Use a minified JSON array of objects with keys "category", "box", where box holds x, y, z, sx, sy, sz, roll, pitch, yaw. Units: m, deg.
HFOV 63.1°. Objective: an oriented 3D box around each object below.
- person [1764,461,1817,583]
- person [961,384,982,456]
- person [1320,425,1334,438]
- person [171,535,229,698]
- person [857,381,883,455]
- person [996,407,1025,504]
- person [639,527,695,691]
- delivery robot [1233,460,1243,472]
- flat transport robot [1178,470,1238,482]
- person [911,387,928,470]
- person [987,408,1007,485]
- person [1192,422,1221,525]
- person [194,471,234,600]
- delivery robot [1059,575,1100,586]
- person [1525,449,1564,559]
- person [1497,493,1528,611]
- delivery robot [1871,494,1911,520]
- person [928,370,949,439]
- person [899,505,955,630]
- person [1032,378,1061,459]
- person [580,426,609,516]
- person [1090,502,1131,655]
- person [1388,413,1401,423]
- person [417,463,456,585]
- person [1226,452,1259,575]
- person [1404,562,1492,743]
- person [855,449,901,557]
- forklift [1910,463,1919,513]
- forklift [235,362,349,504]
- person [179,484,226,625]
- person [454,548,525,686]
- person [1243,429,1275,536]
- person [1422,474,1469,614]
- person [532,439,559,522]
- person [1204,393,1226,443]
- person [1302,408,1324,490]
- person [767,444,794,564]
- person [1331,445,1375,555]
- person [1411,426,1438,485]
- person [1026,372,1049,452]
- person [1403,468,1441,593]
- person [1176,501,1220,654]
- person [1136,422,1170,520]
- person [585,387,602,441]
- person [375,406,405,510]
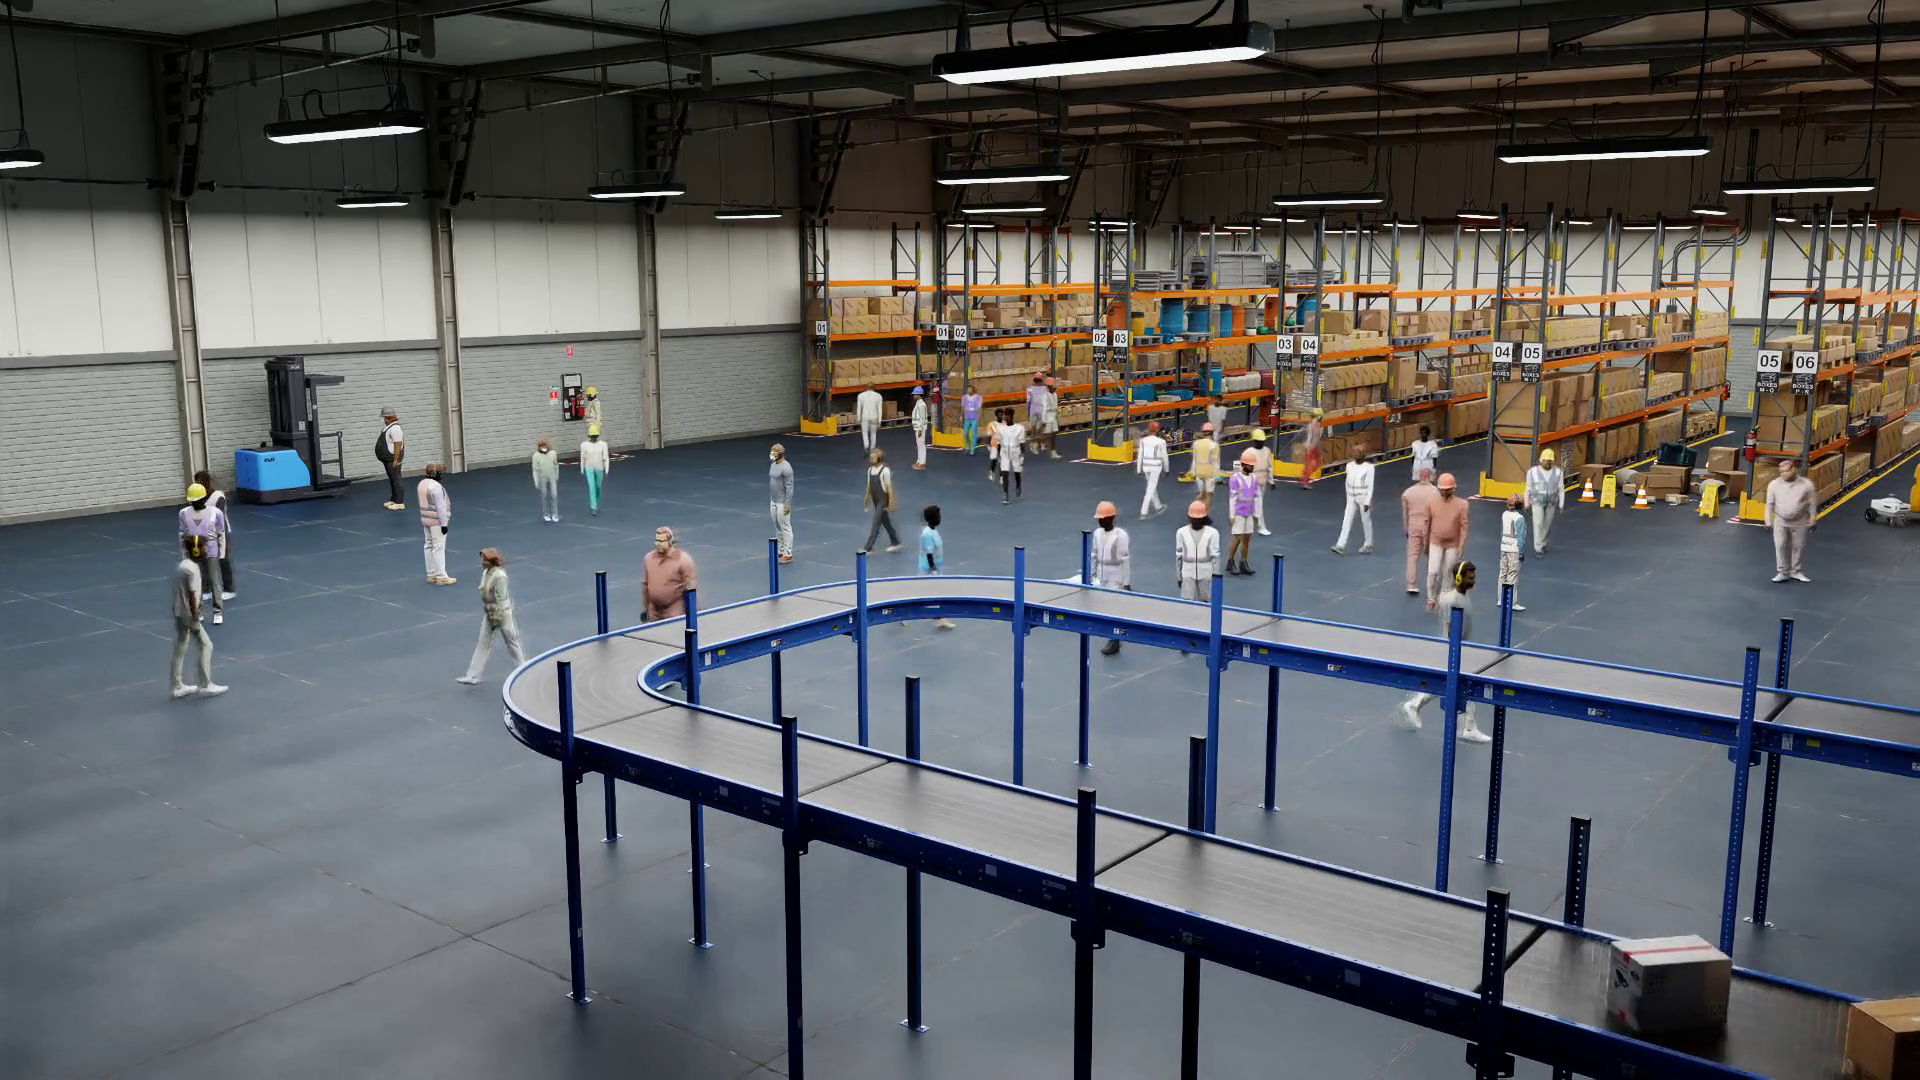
[{"category":"person","box":[12.650,-0.282,23.829,0.719,1.867,0.555,5,11,27]},{"category":"person","box":[0.282,-3.034,39.423,0.557,1.820,0.497,3,11,18]},{"category":"person","box":[10.136,-3.711,43.171,0.627,1.844,0.429,9,13,41]},{"category":"person","box":[-8.586,0.853,17.533,0.609,1.828,0.507,-7,12,-36]},{"category":"person","box":[-2.244,-3.032,39.118,0.649,1.920,0.509,-1,10,-7]},{"category":"person","box":[1.038,-1.736,31.745,0.624,1.948,0.744,2,10,11]},{"category":"person","box":[-3.338,0.784,17.750,0.651,1.893,0.425,5,11,27]},{"category":"delivery robot","box":[6.510,-1.691,35.278,0.707,0.478,0.477,-7,12,-33]},{"category":"flat transport robot","box":[5.616,-1.418,34.796,1.431,0.197,0.652,3,11,16]},{"category":"person","box":[-0.954,-2.636,36.813,0.389,1.949,0.603,-1,10,-8]},{"category":"person","box":[0.861,-2.052,34.243,0.550,1.686,0.370,-3,11,-17]},{"category":"person","box":[4.586,-1.230,29.003,0.585,1.908,0.402,9,13,41]},{"category":"person","box":[-10.778,-0.044,22.399,0.587,1.886,0.770,4,11,22]},{"category":"delivery robot","box":[1.754,0.660,22.043,0.707,0.478,0.477,-4,11,-20]},{"category":"person","box":[9.695,-0.626,25.943,0.609,1.799,0.841,1,10,7]},{"category":"person","box":[7.750,0.161,21.946,0.307,1.641,0.512,-2,10,-11]},{"category":"delivery robot","box":[17.369,-0.609,29.187,0.477,0.478,0.707,-1,10,-8]},{"category":"person","box":[-0.569,-3.772,43.385,0.641,1.896,0.998,5,11,25]},{"category":"person","box":[-0.460,0.358,20.715,0.725,1.677,0.524,3,10,14]},{"category":"person","box":[2.187,-3.021,38.798,0.677,2.024,0.608,7,12,34]},{"category":"person","box":[-7.115,-1.385,30.438,0.526,1.720,0.881,-4,11,-19]},{"category":"person","box":[1.820,0.475,19.380,0.536,1.917,0.579,-8,13,-38]},{"category":"person","box":[13.186,-4.335,47.245,0.309,1.640,0.515,-4,11,-23]},{"category":"person","box":[-7.944,-0.253,23.726,0.619,1.838,0.430,10,14,44]},{"category":"person","box":[4.424,-0.414,24.347,0.576,1.930,0.387,-7,12,-33]},{"category":"person","box":[5.038,1.113,16.031,0.850,1.847,0.525,9,13,40]},{"category":"person","box":[-1.341,-0.635,26.018,0.982,1.792,0.528,-7,13,-36]},{"category":"forklift","box":[19.034,-1.348,28.998,2.313,2.155,1.214,8,13,37]},{"category":"forklift","box":[-13.803,-2.244,32.110,1.129,2.768,1.873,8,13,37]},{"category":"person","box":[-10.168,0.189,21.009,0.585,1.917,0.382,-1,10,-8]},{"category":"person","box":[-5.372,0.894,17.927,0.527,1.592,0.849,10,14,44]},{"category":"person","box":[5.322,-1.077,28.187,0.585,1.897,0.913,-7,12,-33]},{"category":"person","box":[6.692,0.061,21.599,0.611,1.967,0.612,4,11,19]},{"category":"person","box":[-7.737,-1.114,29.257,0.518,1.577,0.701,-6,12,-29]},{"category":"person","box":[5.876,-2.494,36.357,0.584,1.830,0.693,7,12,34]},{"category":"person","box":[7.576,-1.966,33.589,0.417,1.741,0.633,6,12,32]},{"category":"person","box":[-2.916,-0.600,25.386,0.357,1.937,0.638,-6,12,-31]},{"category":"person","box":[6.597,-0.656,26.010,0.972,1.826,0.603,-8,13,-39]},{"category":"person","box":[9.169,-1.433,30.867,0.539,1.660,0.851,7,12,33]},{"category":"person","box":[2.007,-3.303,40.309,0.607,2.044,0.378,1,10,6]},{"category":"person","box":[6.868,-0.146,23.128,0.666,1.840,1.025,6,12,30]},{"category":"person","box":[2.950,0.470,19.470,0.564,1.904,0.876,2,10,12]},{"category":"person","box":[3.707,-1.331,29.798,0.566,1.829,0.968,10,14,44]},{"category":"person","box":[-8.963,-2.830,38.235,0.404,1.829,0.600,-5,11,-26]},{"category":"person","box":[-11.268,-1.612,30.915,0.537,2.000,0.689,-6,12,-29]}]
